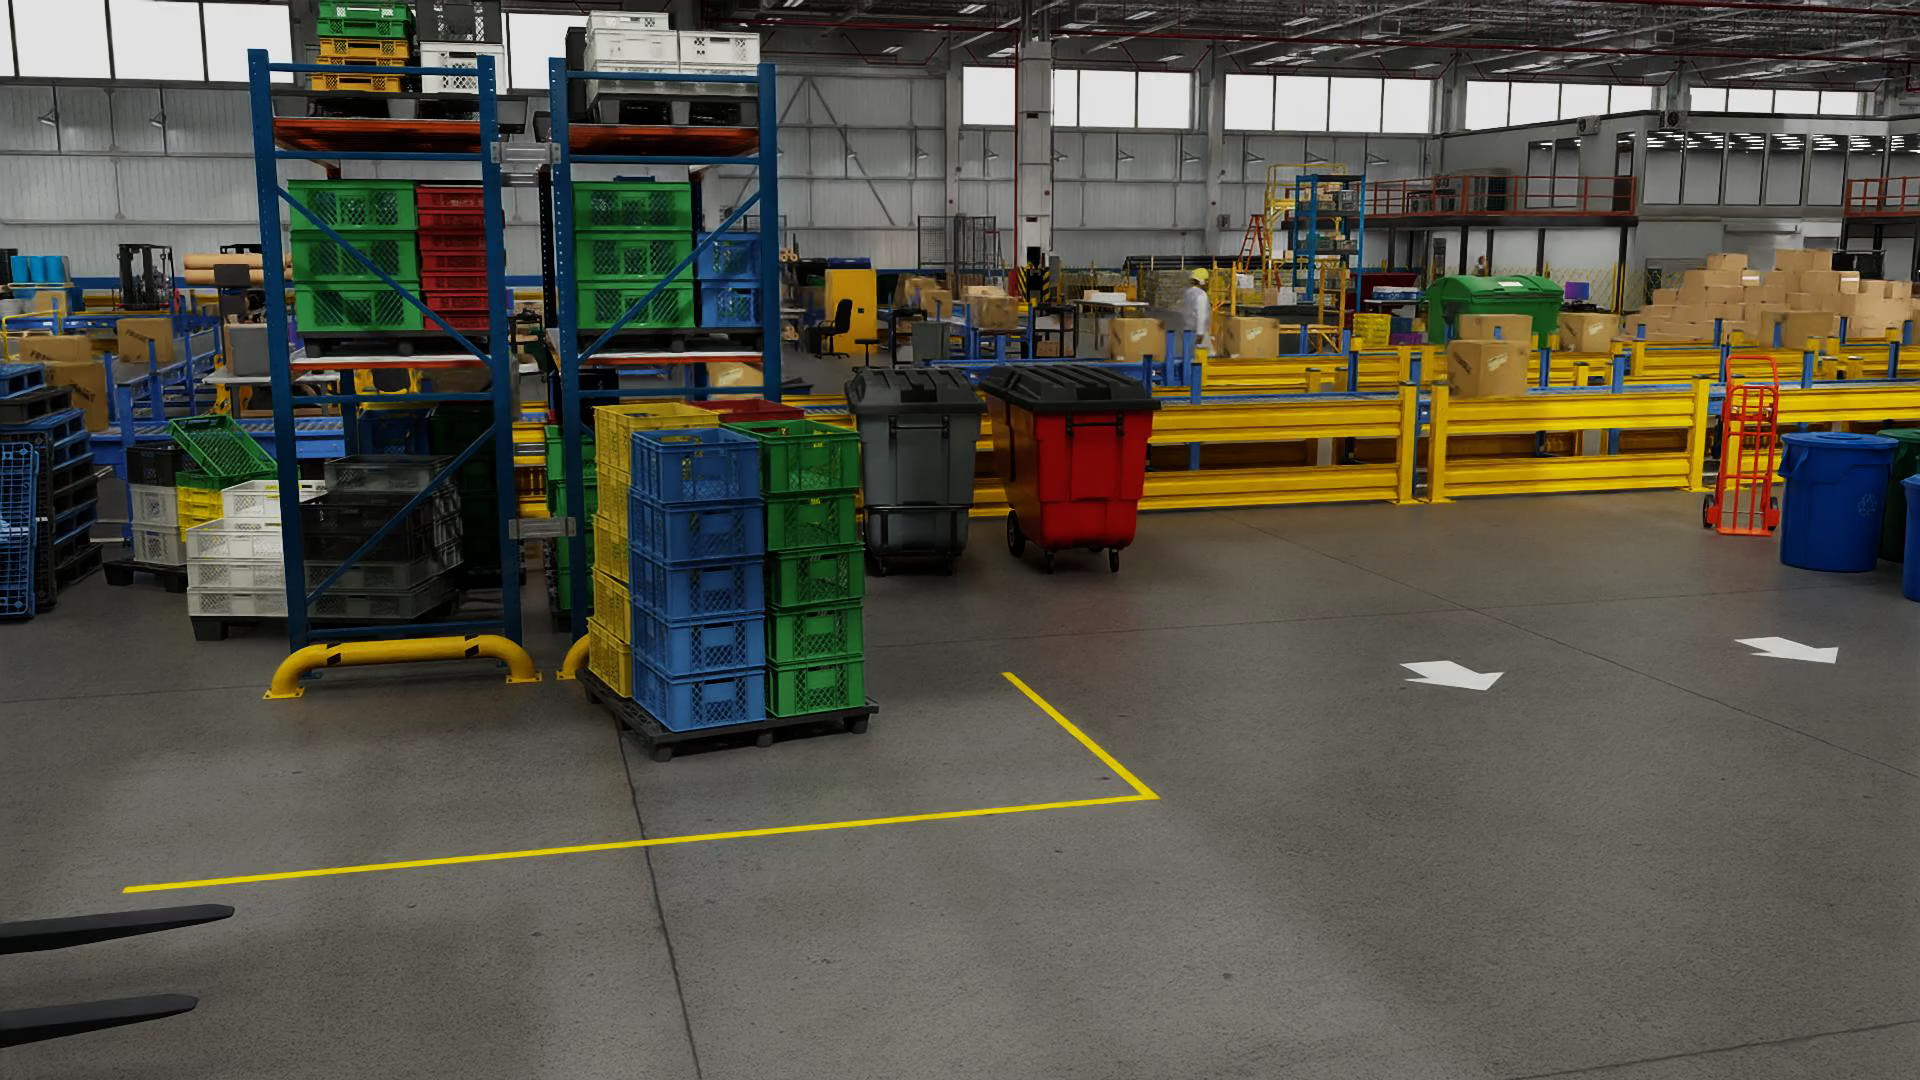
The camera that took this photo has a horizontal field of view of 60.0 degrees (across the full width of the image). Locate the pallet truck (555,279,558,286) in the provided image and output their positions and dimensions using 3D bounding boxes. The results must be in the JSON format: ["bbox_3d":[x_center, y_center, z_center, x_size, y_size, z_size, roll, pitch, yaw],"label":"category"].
[{"bbox_3d":[-10.604,-6.375,44.520,0.653,1.274,1.630,-3,10,-15],"label":"pallet truck"}]

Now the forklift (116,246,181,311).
[{"bbox_3d":[-19.966,-6.232,40.894,1.157,1.987,2.680,-3,10,-15],"label":"forklift"}]

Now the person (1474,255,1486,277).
[{"bbox_3d":[17.098,-8.421,54.599,0.545,1.834,0.406,-3,10,-16],"label":"person"}]

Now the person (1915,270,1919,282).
[{"bbox_3d":[24.227,-6.152,41.616,0.610,1.892,0.906,1,10,5],"label":"person"}]

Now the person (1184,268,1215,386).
[{"bbox_3d":[3.587,-3.091,24.490,0.761,1.801,0.636,-3,10,-15],"label":"person"}]

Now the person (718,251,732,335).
[{"bbox_3d":[-4.336,-4.376,31.101,0.372,2.042,0.615,-2,10,-10],"label":"person"}]

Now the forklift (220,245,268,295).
[{"bbox_3d":[-17.749,-6.334,41.440,1.157,1.987,2.680,-3,10,-17],"label":"forklift"}]
